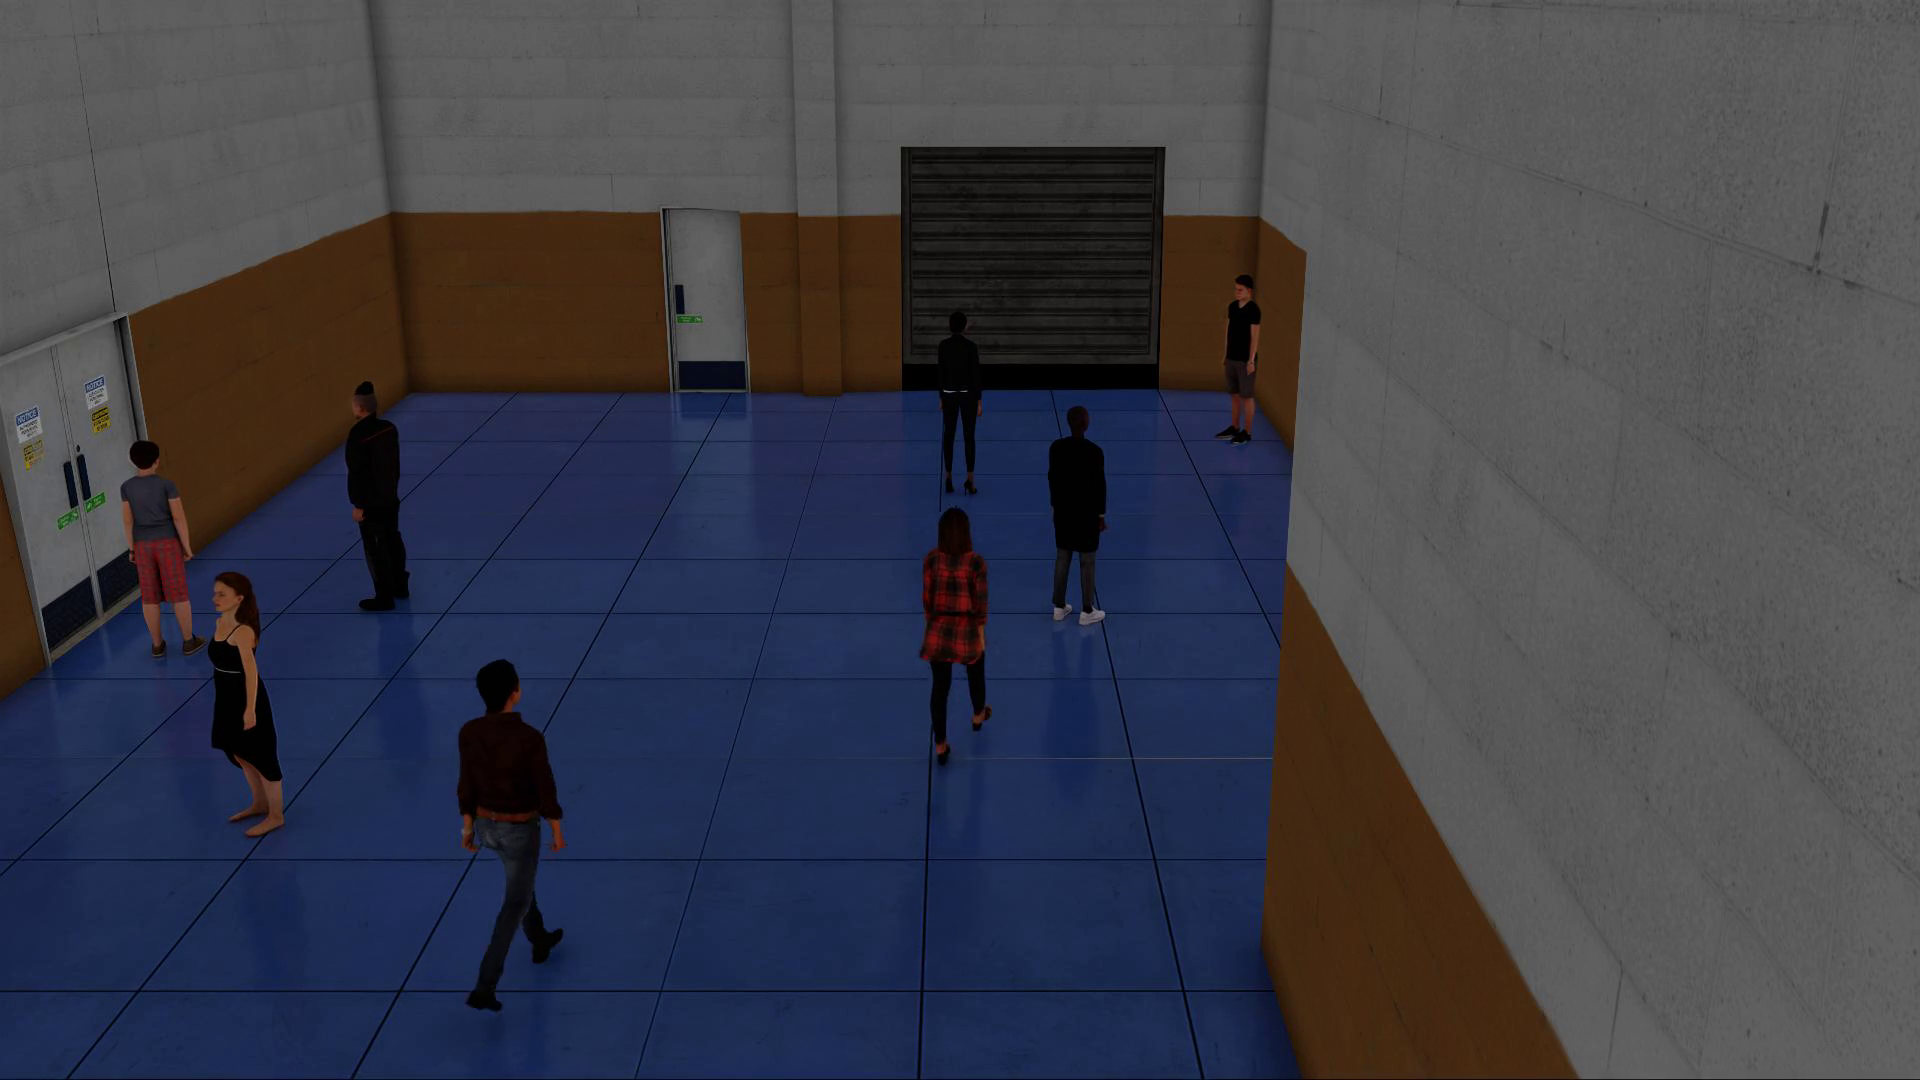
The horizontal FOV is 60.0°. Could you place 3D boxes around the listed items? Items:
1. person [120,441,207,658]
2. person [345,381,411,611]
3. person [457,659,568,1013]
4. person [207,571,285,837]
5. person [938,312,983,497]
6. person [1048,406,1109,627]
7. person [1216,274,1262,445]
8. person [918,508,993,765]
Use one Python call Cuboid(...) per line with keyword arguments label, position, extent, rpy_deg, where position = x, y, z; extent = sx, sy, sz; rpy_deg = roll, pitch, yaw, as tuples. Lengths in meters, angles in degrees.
Cuboid(label="person", position=(-6.033, 0.064, 12.497), extent=(0.516, 1.648, 0.696), rpy_deg=(-4, 19, -11))
Cuboid(label="person", position=(-4.711, -0.372, 13.427), extent=(0.689, 1.870, 0.811), rpy_deg=(4, 19, 11))
Cuboid(label="person", position=(-2.257, 1.480, 8.166), extent=(1.150, 1.744, 0.947), rpy_deg=(6, 20, 18))
Cuboid(label="person", position=(-4.252, 0.961, 9.893), extent=(0.751, 1.624, 0.695), rpy_deg=(-16, 25, -40))
Cuboid(label="person", position=(-0.005, -1.346, 16.407), extent=(0.574, 1.834, 0.724), rpy_deg=(7, 20, 19))
Cuboid(label="person", position=(0.915, -0.201, 13.127), extent=(0.678, 1.761, 0.791), rpy_deg=(11, 22, 30))
Cuboid(label="person", position=(3.123, -2.013, 18.342), extent=(0.759, 1.861, 0.755), rpy_deg=(-10, 21, -27))
Cuboid(label="person", position=(-0.060, 0.649, 10.745), extent=(0.984, 1.671, 0.858), rpy_deg=(6, 19, 16))
